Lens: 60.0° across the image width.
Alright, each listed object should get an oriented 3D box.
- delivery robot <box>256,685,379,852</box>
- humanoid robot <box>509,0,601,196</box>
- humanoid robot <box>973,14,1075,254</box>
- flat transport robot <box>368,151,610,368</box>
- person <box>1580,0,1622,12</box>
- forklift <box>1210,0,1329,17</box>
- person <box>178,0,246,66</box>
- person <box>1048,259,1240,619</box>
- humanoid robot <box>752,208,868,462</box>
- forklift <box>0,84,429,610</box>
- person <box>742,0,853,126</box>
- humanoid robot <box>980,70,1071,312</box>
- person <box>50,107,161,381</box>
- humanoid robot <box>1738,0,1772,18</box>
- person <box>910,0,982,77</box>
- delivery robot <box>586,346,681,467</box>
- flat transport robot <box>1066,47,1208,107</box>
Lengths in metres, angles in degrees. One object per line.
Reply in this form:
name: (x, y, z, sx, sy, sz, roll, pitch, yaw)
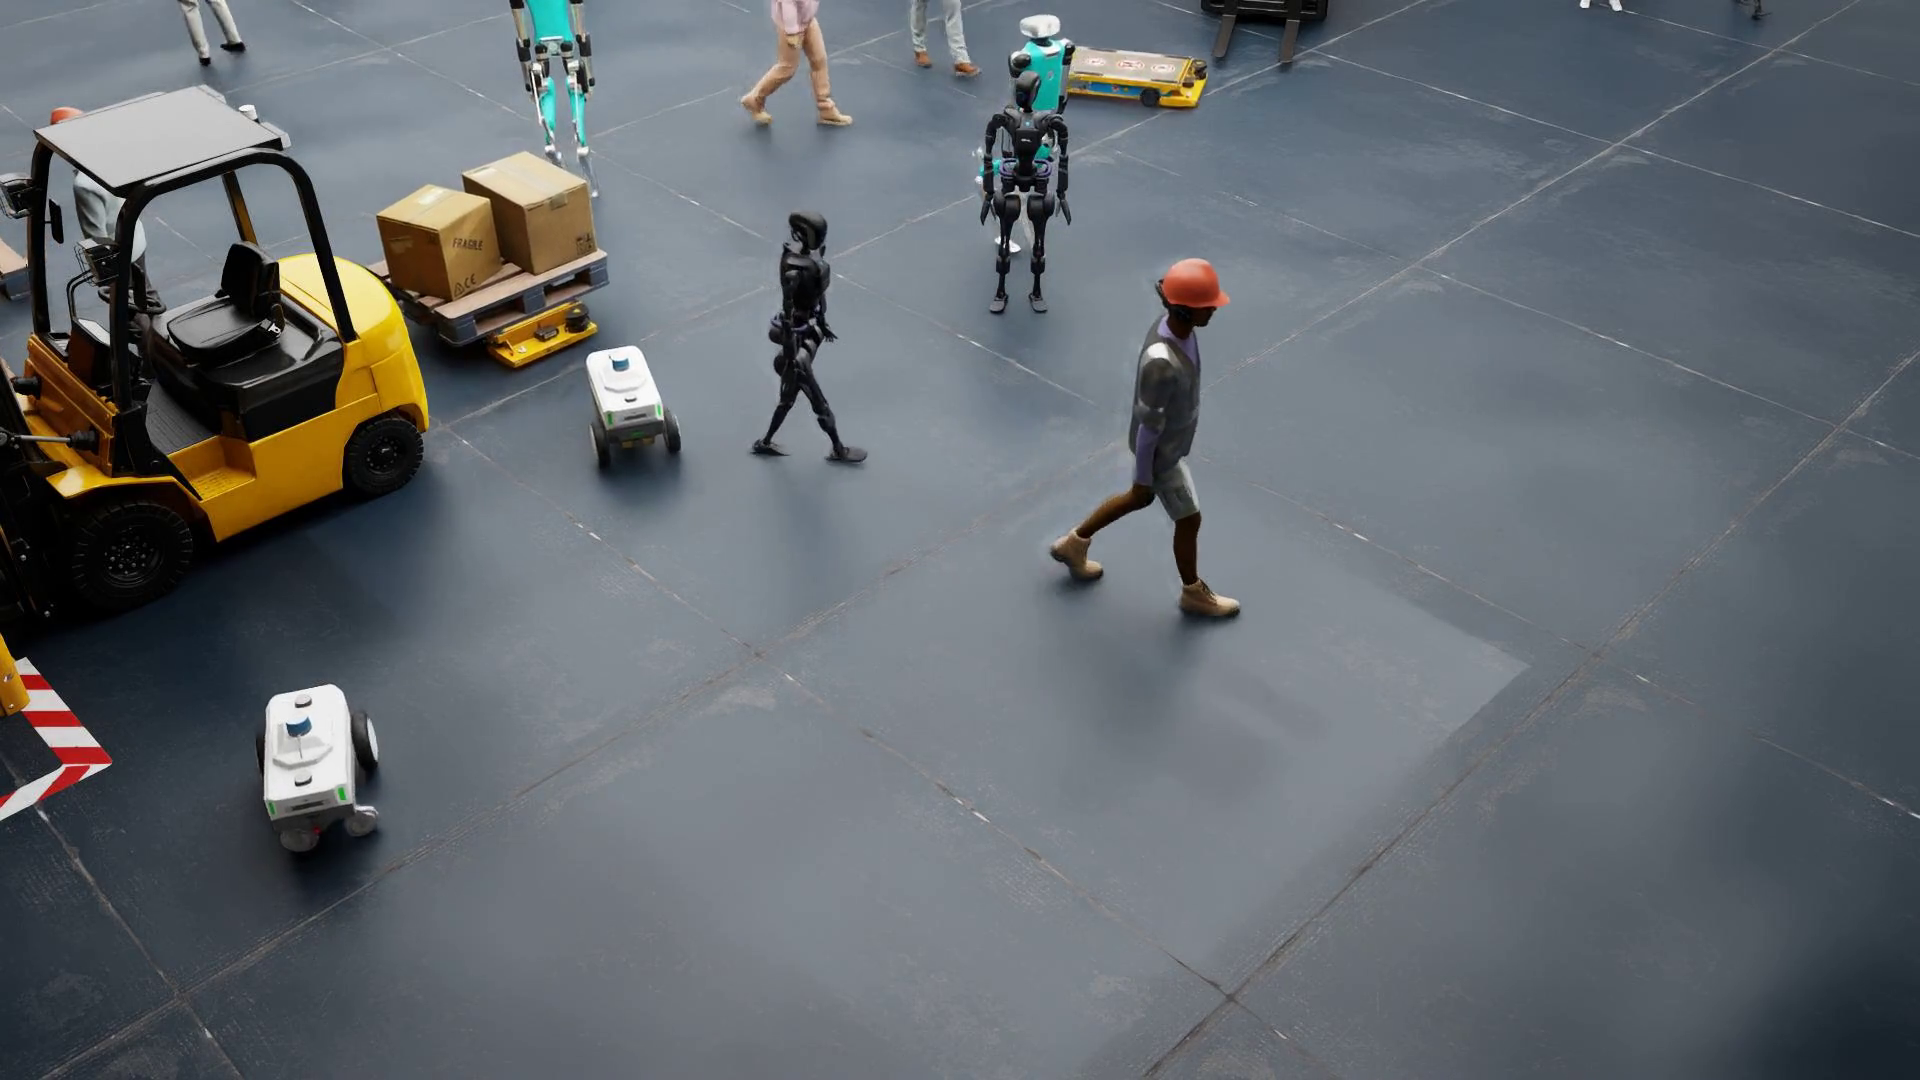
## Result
delivery robot: (-2.897, 0.990, 7.439, 0.502, 0.602, 0.774, -11, 38, -14)
humanoid robot: (-2.945, -3.270, 12.178, 0.555, 1.809, 0.790, -5, 37, -7)
humanoid robot: (0.377, -2.777, 11.537, 0.539, 1.830, 0.745, -27, 44, -31)
flat transport robot: (-3.115, -1.582, 11.114, 1.431, 0.231, 0.659, 30, 46, 34)
person: (6.204, -5.806, 15.631, 0.515, 1.633, 0.315, 9, 38, 12)
forklift: (3.106, -6.400, 15.960, 1.214, 2.155, 2.313, 8, 37, 10)
person: (-6.707, -5.042, 14.500, 0.484, 1.759, 0.614, 26, 44, 31)
person: (0.942, -0.509, 8.237, 1.000, 2.005, 0.622, 8, 38, 11)
humanoid robot: (-0.900, -1.140, 9.401, 0.721, 1.635, 0.613, 10, 38, 13)
forklift: (-4.145, -1.093, 8.856, 2.313, 2.155, 1.214, -31, 47, -34)
person: (-1.356, -4.152, 13.314, 0.845, 1.756, 0.540, 8, 38, 11)
humanoid robot: (0.432, -2.254, 10.827, 0.599, 1.655, 0.315, 1, 37, 1)
person: (-5.185, -1.808, 10.189, 0.348, 1.738, 0.572, -3, 37, -4)
humanoid robot: (7.627, -5.742, 15.547, 0.608, 1.620, 0.778, -9, 38, -11)
person: (-0.160, -4.897, 14.190, 0.657, 1.887, 0.944, -16, 40, -20)
delivery robot: (-1.985, -0.842, 9.868, 0.499, 0.575, 0.750, -12, 38, -16)
flat transport robot: (1.381, -3.999, 14.350, 1.431, 0.231, 0.659, 9, 38, 12)
